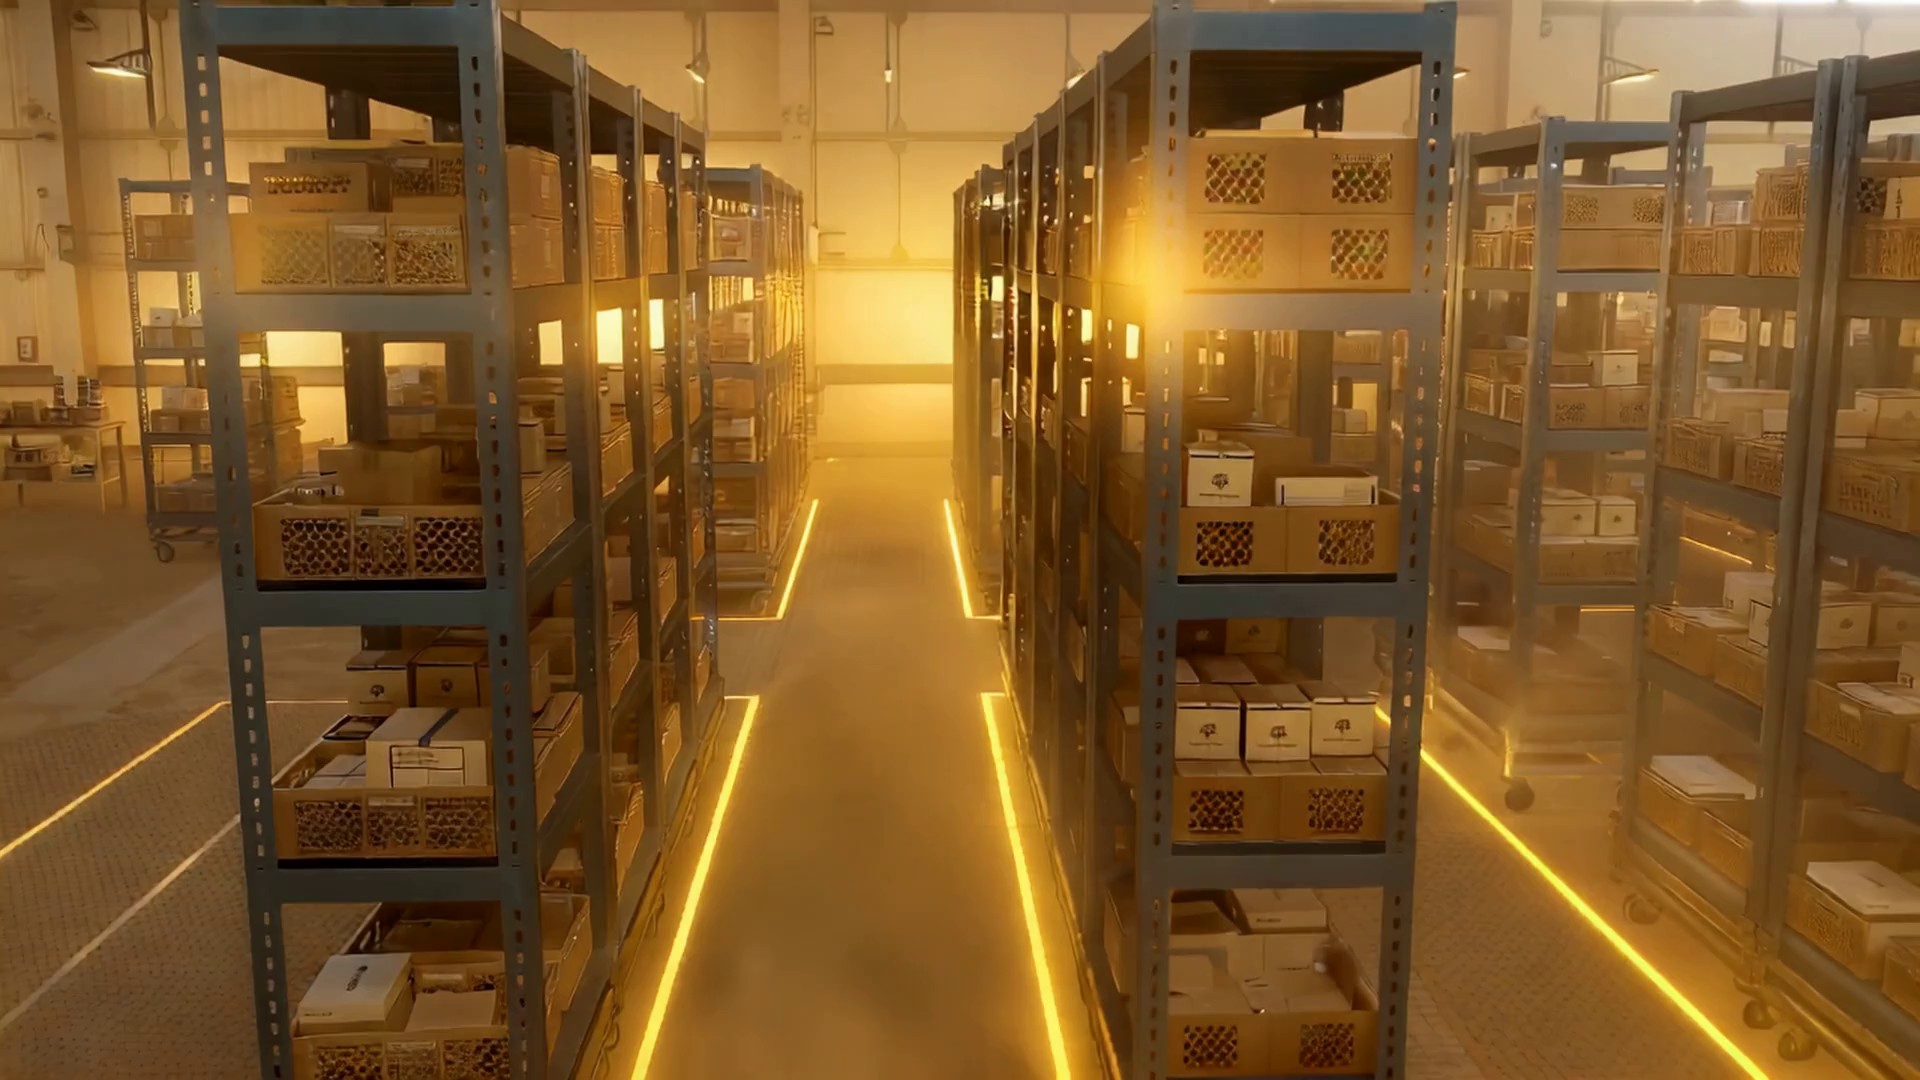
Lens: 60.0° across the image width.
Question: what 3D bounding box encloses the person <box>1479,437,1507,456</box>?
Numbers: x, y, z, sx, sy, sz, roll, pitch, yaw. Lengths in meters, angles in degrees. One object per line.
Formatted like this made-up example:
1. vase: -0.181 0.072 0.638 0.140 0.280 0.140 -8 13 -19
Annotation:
1. person: 7.039 -1.740 21.718 0.793 1.815 0.619 0 10 -1
